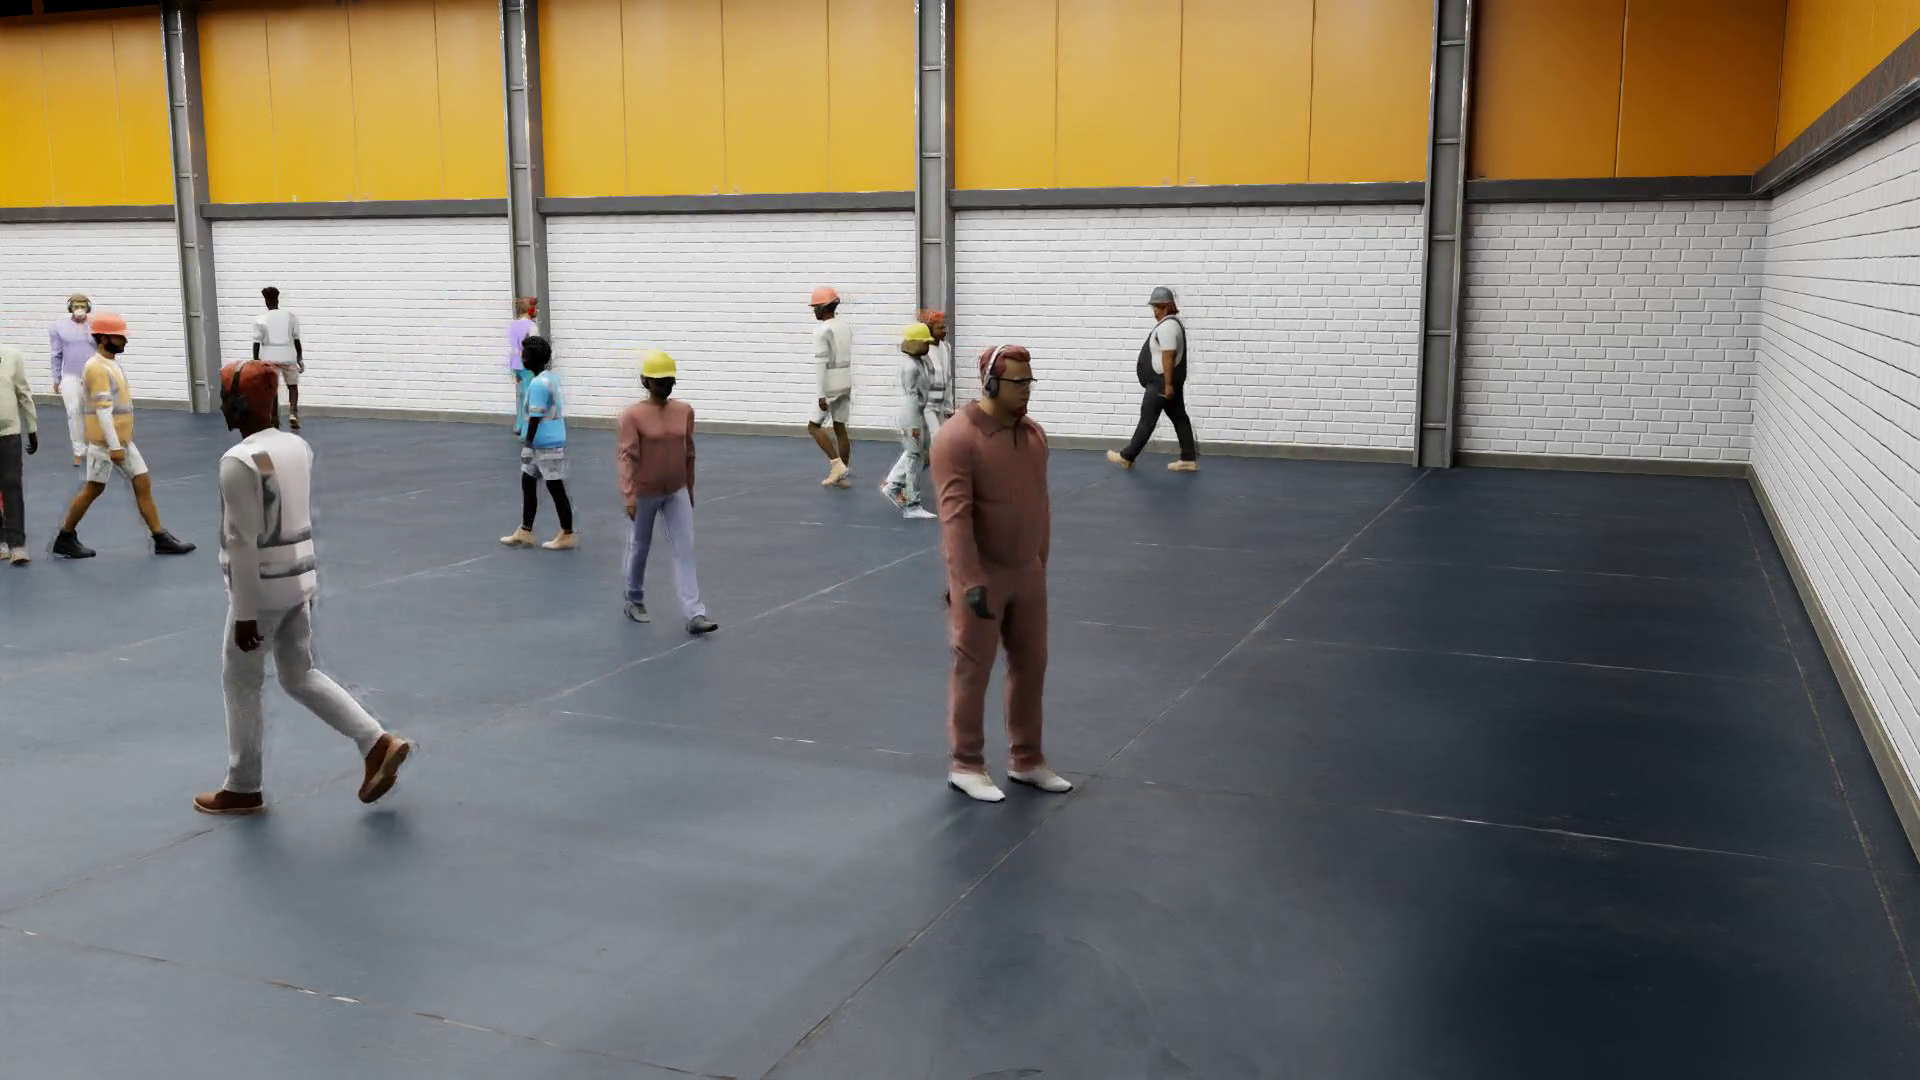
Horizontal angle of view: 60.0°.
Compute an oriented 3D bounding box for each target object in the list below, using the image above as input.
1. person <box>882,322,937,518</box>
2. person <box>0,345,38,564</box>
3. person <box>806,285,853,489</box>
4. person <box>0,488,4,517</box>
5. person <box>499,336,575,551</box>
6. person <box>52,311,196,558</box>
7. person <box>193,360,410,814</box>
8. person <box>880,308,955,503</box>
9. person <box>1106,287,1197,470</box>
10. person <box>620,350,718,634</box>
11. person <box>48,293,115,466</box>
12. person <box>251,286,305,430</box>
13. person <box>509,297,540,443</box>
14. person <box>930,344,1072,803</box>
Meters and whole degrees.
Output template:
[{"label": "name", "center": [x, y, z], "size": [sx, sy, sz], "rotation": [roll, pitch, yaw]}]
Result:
[{"label": "person", "center": [-0.420, -1.045, 14.632], "size": [0.421, 1.732, 0.486], "rotation": [1, 9, 6]}, {"label": "person", "center": [-7.168, -0.771, 12.322], "size": [0.623, 1.929, 0.921], "rotation": [-6, 11, -33]}, {"label": "person", "center": [-1.289, -1.500, 16.489], "size": [0.443, 2.027, 0.629], "rotation": [6, 11, 32]}, {"label": "person", "center": [-8.605, -1.063, 14.613], "size": [0.522, 1.769, 0.312], "rotation": [-5, 11, -29]}, {"label": "person", "center": [-3.338, -0.738, 12.893], "size": [0.708, 1.667, 0.557], "rotation": [-2, 9, -9]}, {"label": "person", "center": [-6.448, -0.788, 12.601], "size": [1.005, 1.889, 0.564], "rotation": [-2, 9, -9]}, {"label": "person", "center": [-2.696, 0.205, 6.670], "size": [0.818, 1.858, 0.583], "rotation": [1, 9, 6]}, {"label": "person", "center": [-0.359, -1.209, 15.306], "size": [0.965, 1.849, 0.574], "rotation": [5, 10, 26]}, {"label": "person", "center": [2.121, -1.761, 18.014], "size": [1.011, 2.000, 0.705], "rotation": [3, 10, 16]}, {"label": "person", "center": [-1.822, -0.291, 10.103], "size": [0.546, 1.718, 0.928], "rotation": [-7, 12, -37]}, {"label": "person", "center": [-9.730, -1.776, 18.485], "size": [0.655, 1.908, 0.747], "rotation": [-4, 10, -25]}, {"label": "person", "center": [-9.103, -2.412, 22.216], "size": [0.657, 1.953, 0.550], "rotation": [-5, 11, -29]}, {"label": "person", "center": [-5.387, -2.117, 20.795], "size": [0.450, 1.827, 0.583], "rotation": [-6, 11, -33]}, {"label": "person", "center": [0.166, 0.140, 6.909], "size": [0.663, 1.902, 0.423], "rotation": [-9, 13, -43]}]
